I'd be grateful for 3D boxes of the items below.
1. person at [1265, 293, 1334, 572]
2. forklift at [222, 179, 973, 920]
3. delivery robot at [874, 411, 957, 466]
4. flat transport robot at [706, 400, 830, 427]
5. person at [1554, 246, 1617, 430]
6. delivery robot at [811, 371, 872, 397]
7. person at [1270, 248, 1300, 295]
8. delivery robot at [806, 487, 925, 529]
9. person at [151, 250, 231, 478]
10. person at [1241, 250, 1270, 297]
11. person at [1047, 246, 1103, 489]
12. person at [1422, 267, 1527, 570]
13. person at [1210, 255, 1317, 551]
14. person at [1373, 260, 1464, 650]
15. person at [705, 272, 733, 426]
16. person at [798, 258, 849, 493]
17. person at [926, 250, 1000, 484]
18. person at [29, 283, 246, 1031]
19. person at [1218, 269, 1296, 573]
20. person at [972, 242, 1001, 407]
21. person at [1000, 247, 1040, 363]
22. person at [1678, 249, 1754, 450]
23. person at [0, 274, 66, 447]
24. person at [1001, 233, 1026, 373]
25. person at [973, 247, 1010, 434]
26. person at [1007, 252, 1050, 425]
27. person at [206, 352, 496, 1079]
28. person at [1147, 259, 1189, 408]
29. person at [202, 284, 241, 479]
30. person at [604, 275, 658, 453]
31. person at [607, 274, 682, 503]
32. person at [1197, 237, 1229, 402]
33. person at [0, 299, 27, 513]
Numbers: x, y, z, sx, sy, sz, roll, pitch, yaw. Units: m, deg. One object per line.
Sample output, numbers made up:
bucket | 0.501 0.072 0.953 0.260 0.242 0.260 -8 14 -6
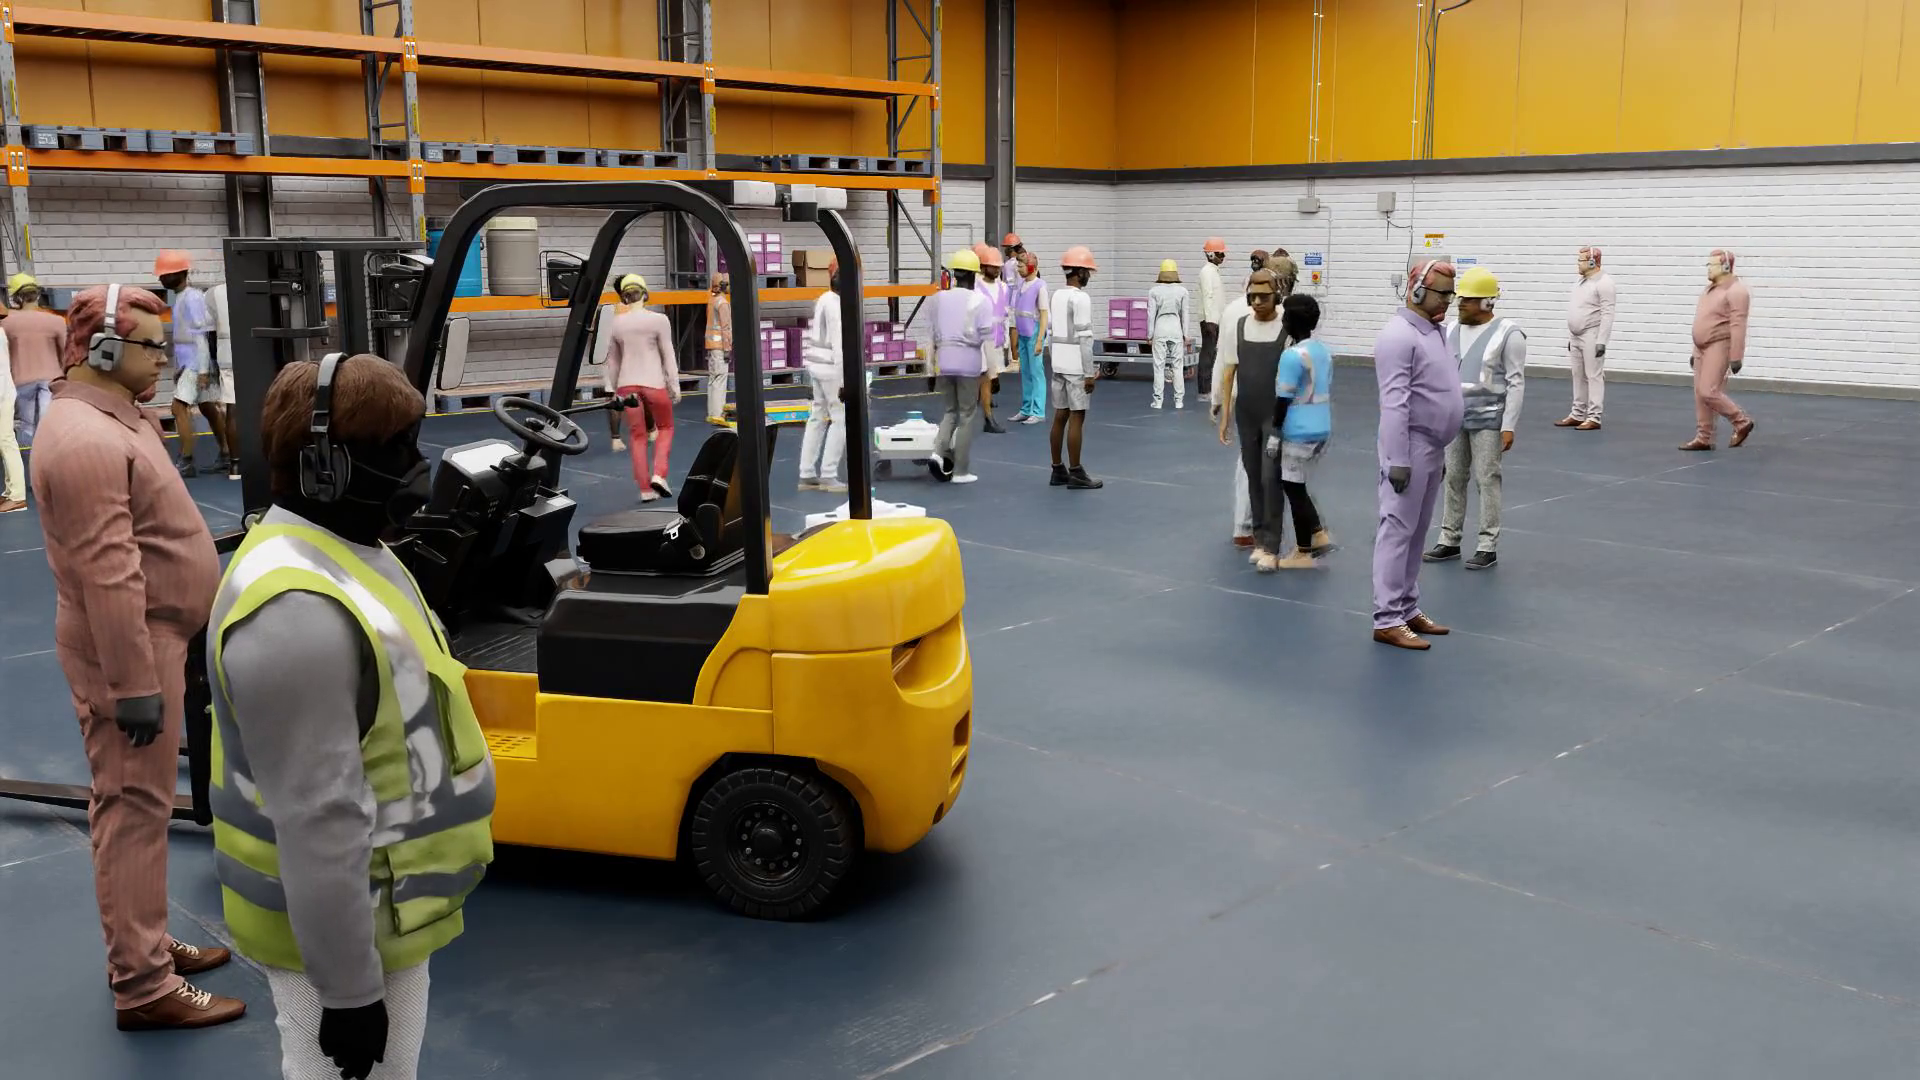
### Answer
person | 2.032 -0.637 10.001 0.368 1.685 0.538 6 12 30
forklift | -1.114 -0.058 5.440 2.313 2.155 1.214 2 11 13
delivery robot | -0.366 -0.828 13.858 0.707 0.478 0.477 -1 10 -3
flat transport robot | -1.929 -1.363 17.807 1.431 0.197 0.652 -6 12 -29
person | 6.540 -2.100 17.372 0.400 1.905 0.643 -2 11 -9
delivery robot | -1.383 -1.863 19.501 0.707 0.478 0.477 0 10 1
person | 3.801 -2.544 19.882 0.513 1.872 0.328 -1 10 -3
delivery robot | -0.548 -0.066 9.704 0.707 0.478 0.477 -9 14 -41
person | -6.440 -1.449 13.850 0.795 1.894 0.584 -7 13 -34
person | 3.716 -2.678 20.693 0.430 1.845 0.624 -8 13 -39
person | 0.920 -1.376 13.334 0.372 1.937 0.542 -5 12 -27
person | 3.121 -0.737 10.138 0.404 1.828 0.600 -8 13 -36
person | 1.986 -0.889 10.803 0.648 1.893 0.732 8 13 37
person | 2.279 -0.426 8.252 0.407 1.902 0.639 6 12 32
person | -2.555 -2.034 17.762 0.320 1.628 0.508 -4 11 -22
person | -1.072 -1.298 13.151 0.465 1.854 0.625 -3 11 -16
person | 0.012 -1.400 13.551 0.603 1.908 0.460 7 13 35
person | -2.113 0.300 4.287 0.409 1.904 0.640 -5 12 -27
person | 1.794 -0.717 10.047 0.500 1.815 0.730 6 12 31
person | 0.240 -2.514 19.535 0.544 1.939 0.354 -4 11 -21
person | 0.910 -3.489 25.113 0.621 1.845 0.429 0 10 -2
person | 7.093 -1.760 15.545 0.515 1.890 0.650 0 10 -1
person | -7.289 -1.233 13.147 0.559 1.701 0.871 -5 12 -26
person | 0.774 -3.482 24.521 0.379 2.045 0.605 5 12 26
person | 0.245 -2.074 17.240 0.547 1.916 0.770 -7 13 -35
person | 0.773 -2.160 17.879 0.388 1.837 0.563 -5 11 -24
person | -0.972 0.616 2.730 0.429 1.841 0.634 -3 11 -16
person | 2.431 -2.414 19.530 0.492 1.737 0.324 -1 10 -3
person | -5.926 -1.476 13.796 0.606 1.966 0.367 0 10 0
person | -3.144 -1.678 15.776 0.529 1.644 0.867 1 10 3
person | -2.388 -1.148 12.631 0.588 1.729 0.414 2 11 8
person | 3.085 -2.691 20.343 0.389 1.991 0.622 3 11 15
person | -7.073 -1.017 12.198 0.278 1.634 0.498 -7 12 -32
